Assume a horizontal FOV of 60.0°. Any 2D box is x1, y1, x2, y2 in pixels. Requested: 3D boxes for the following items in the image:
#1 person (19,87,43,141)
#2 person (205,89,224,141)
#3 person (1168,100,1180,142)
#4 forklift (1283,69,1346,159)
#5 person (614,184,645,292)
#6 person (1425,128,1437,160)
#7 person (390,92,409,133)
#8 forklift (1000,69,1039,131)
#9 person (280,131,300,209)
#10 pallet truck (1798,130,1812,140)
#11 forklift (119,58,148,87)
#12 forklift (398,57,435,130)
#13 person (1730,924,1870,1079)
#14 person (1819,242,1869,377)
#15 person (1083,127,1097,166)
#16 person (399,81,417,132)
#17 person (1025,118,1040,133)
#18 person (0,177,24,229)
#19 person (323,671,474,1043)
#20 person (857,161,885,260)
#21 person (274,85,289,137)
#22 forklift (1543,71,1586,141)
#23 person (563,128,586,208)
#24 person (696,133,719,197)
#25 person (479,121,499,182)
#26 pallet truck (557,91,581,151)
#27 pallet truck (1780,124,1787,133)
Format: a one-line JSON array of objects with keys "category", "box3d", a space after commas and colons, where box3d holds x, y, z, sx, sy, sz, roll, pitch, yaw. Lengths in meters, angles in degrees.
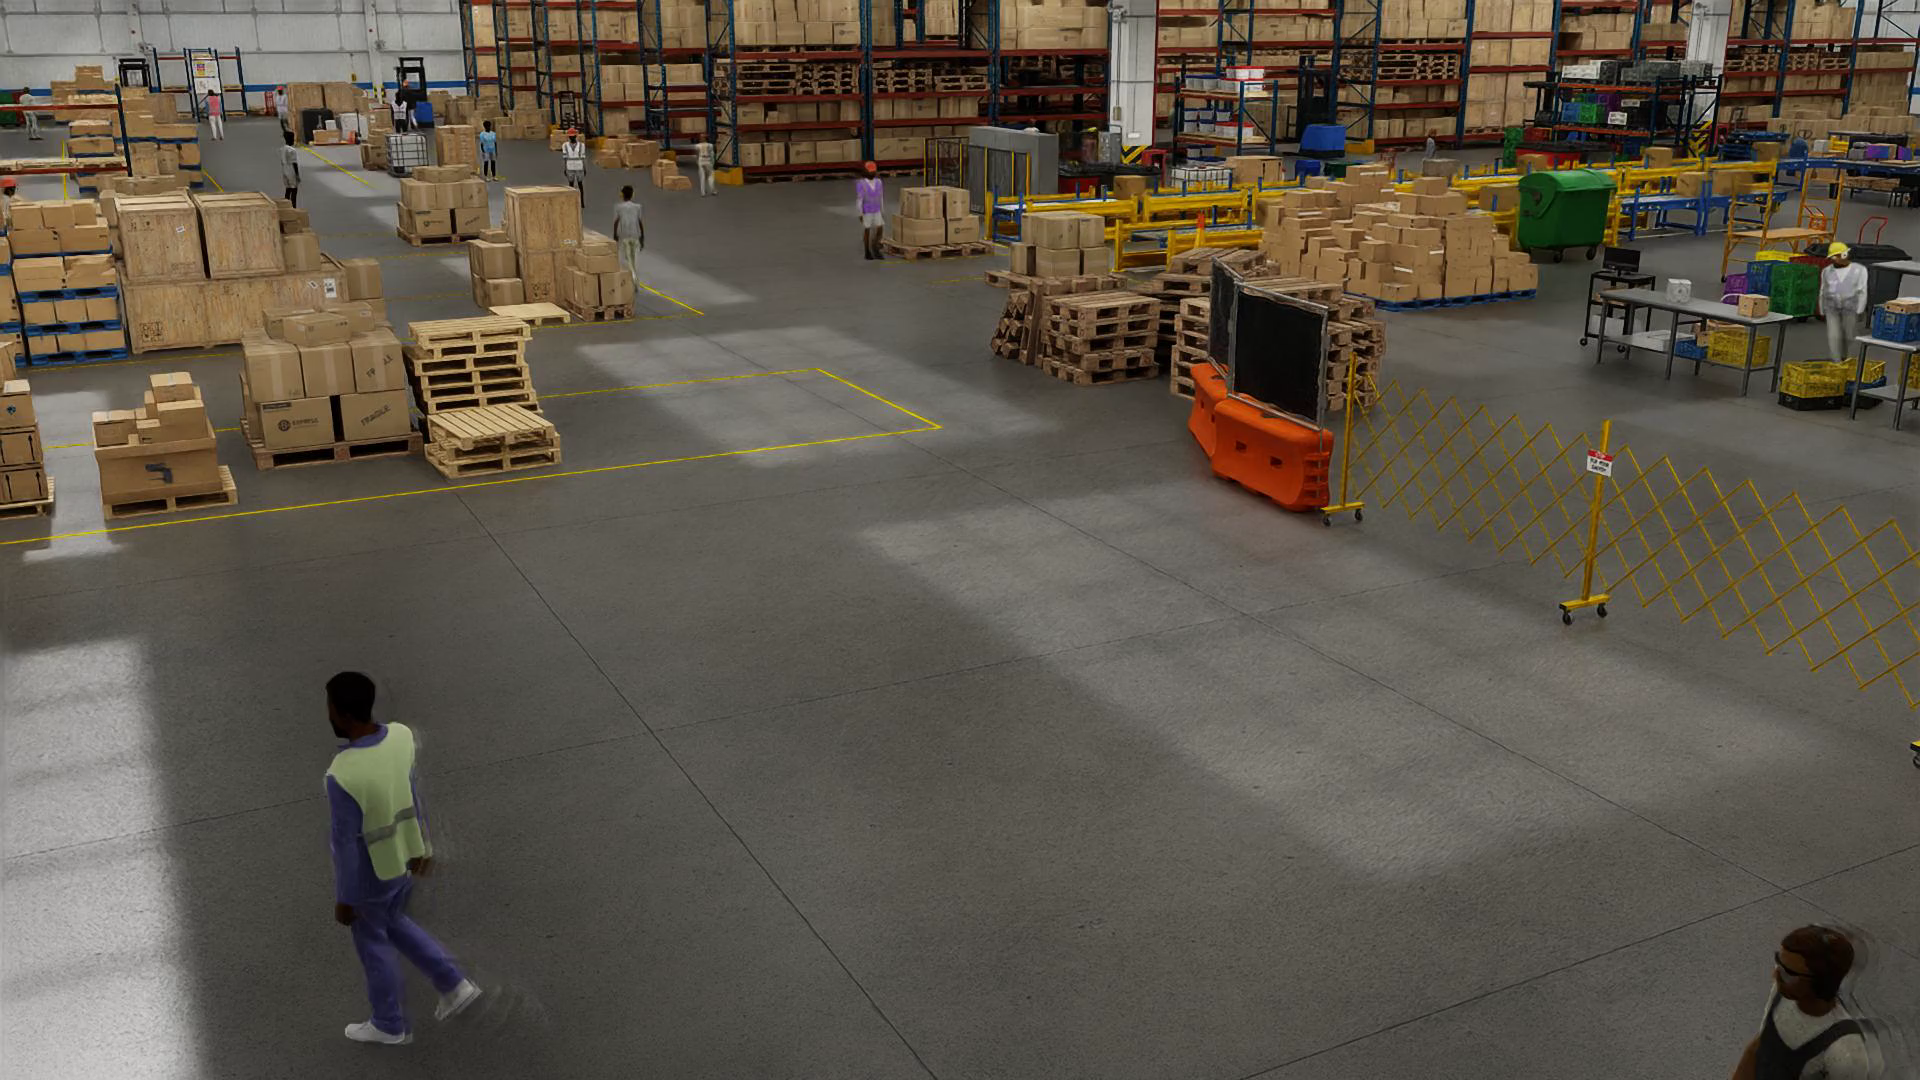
[{"category": "person", "box3d": [-34.344, -15.744, 61.435, 0.631, 1.940, 0.372, 3, 18, 11]}, {"category": "person", "box3d": [-27.601, -15.721, 61.519, 0.429, 1.845, 0.621, 15, 23, 39]}, {"category": "person", "box3d": [7.615, -14.697, 58.710, 0.504, 1.610, 0.735, -7, 19, -21]}, {"category": "forklift", "box3d": [11.615, -13.871, 54.079, 1.129, 2.768, 1.873, -9, 20, -27]}, {"category": "person", "box3d": [-5.727, -5.226, 28.797, 0.529, 1.849, 0.794, -8, 19, -23]}, {"category": "person", "box3d": [12.716, -10.304, 44.983, 0.281, 1.624, 0.493, 2, 18, 6]}, {"category": "person", "box3d": [-19.610, -14.711, 58.264, 0.593, 1.911, 0.383, -7, 19, -20]}, {"category": "forklift", "box3d": [2.160, -13.794, 53.838, 1.873, 2.768, 1.129, -9, 20, -26]}, {"category": "person", "box3d": [-15.860, -8.694, 39.436, 0.605, 1.956, 0.392, 16, 24, 41]}, {"category": "pallet truck", "box3d": [25.526, -11.556, 49.408, 1.630, 1.274, 0.653, -9, 20, -26]}, {"category": "forklift", "box3d": [-32.353, -17.503, 65.400, 1.129, 2.768, 1.873, -9, 20, -26]}, {"category": "forklift", "box3d": [-22.000, -18.030, 67.046, 1.129, 2.768, 1.873, -9, 20, -26]}, {"category": "person", "box3d": [2.951, 2.153, 5.893, 1.012, 1.796, 0.508, 2, 18, 7]}, {"category": "person", "box3d": [11.788, -3.086, 22.253, 0.613, 1.769, 0.636, 12, 21, 33]}, {"category": "person", "box3d": [3.510, -9.967, 43.729, 0.446, 1.753, 0.561, -12, 22, -34]}, {"category": "person", "box3d": [-21.554, -16.895, 64.974, 0.614, 1.972, 0.508, -14, 23, -38]}, {"category": "person", "box3d": [2.112, -11.485, 48.633, 0.516, 1.645, 0.308, 10, 20, 28]}, {"category": "person", "box3d": [-16.597, -5.409, 29.246, 0.441, 1.916, 0.566, -3, 18, -9]}, {"category": "person", "box3d": [-2.676, 1.503, 7.732, 0.517, 1.904, 0.590, 3, 18, 11]}, {"category": "person", "box3d": [-1.688, -6.365, 32.225, 0.582, 1.912, 0.704, -10, 20, -27]}, {"category": "person", "box3d": [-25.756, -16.310, 63.224, 0.553, 1.922, 0.441, 2, 18, 7]}, {"category": "forklift", "box3d": [18.685, -13.231, 52.085, 1.873, 2.768, 1.129, -9, 20, -26]}, {"category": "person", "box3d": [-9.450, -9.129, 40.814, 0.548, 1.937, 0.379, -2, 18, -7]}, {"category": "person", "box3d": [-6.594, -9.804, 43.429, 0.541, 1.606, 0.758, 5, 18, 16]}, {"category": "person", "box3d": [-13.306, -10.980, 46.988, 0.322, 1.689, 0.530, 15, 23, 39]}, {"category": "pallet truck", "box3d": [-13.495, -14.412, 57.188, 0.823, 1.965, 1.885, -3, 18, -9]}, {"category": "pallet truck", "box3d": [25.206, -12.542, 52.601, 1.601, 1.201, 0.680, 0, 18, -2]}]
